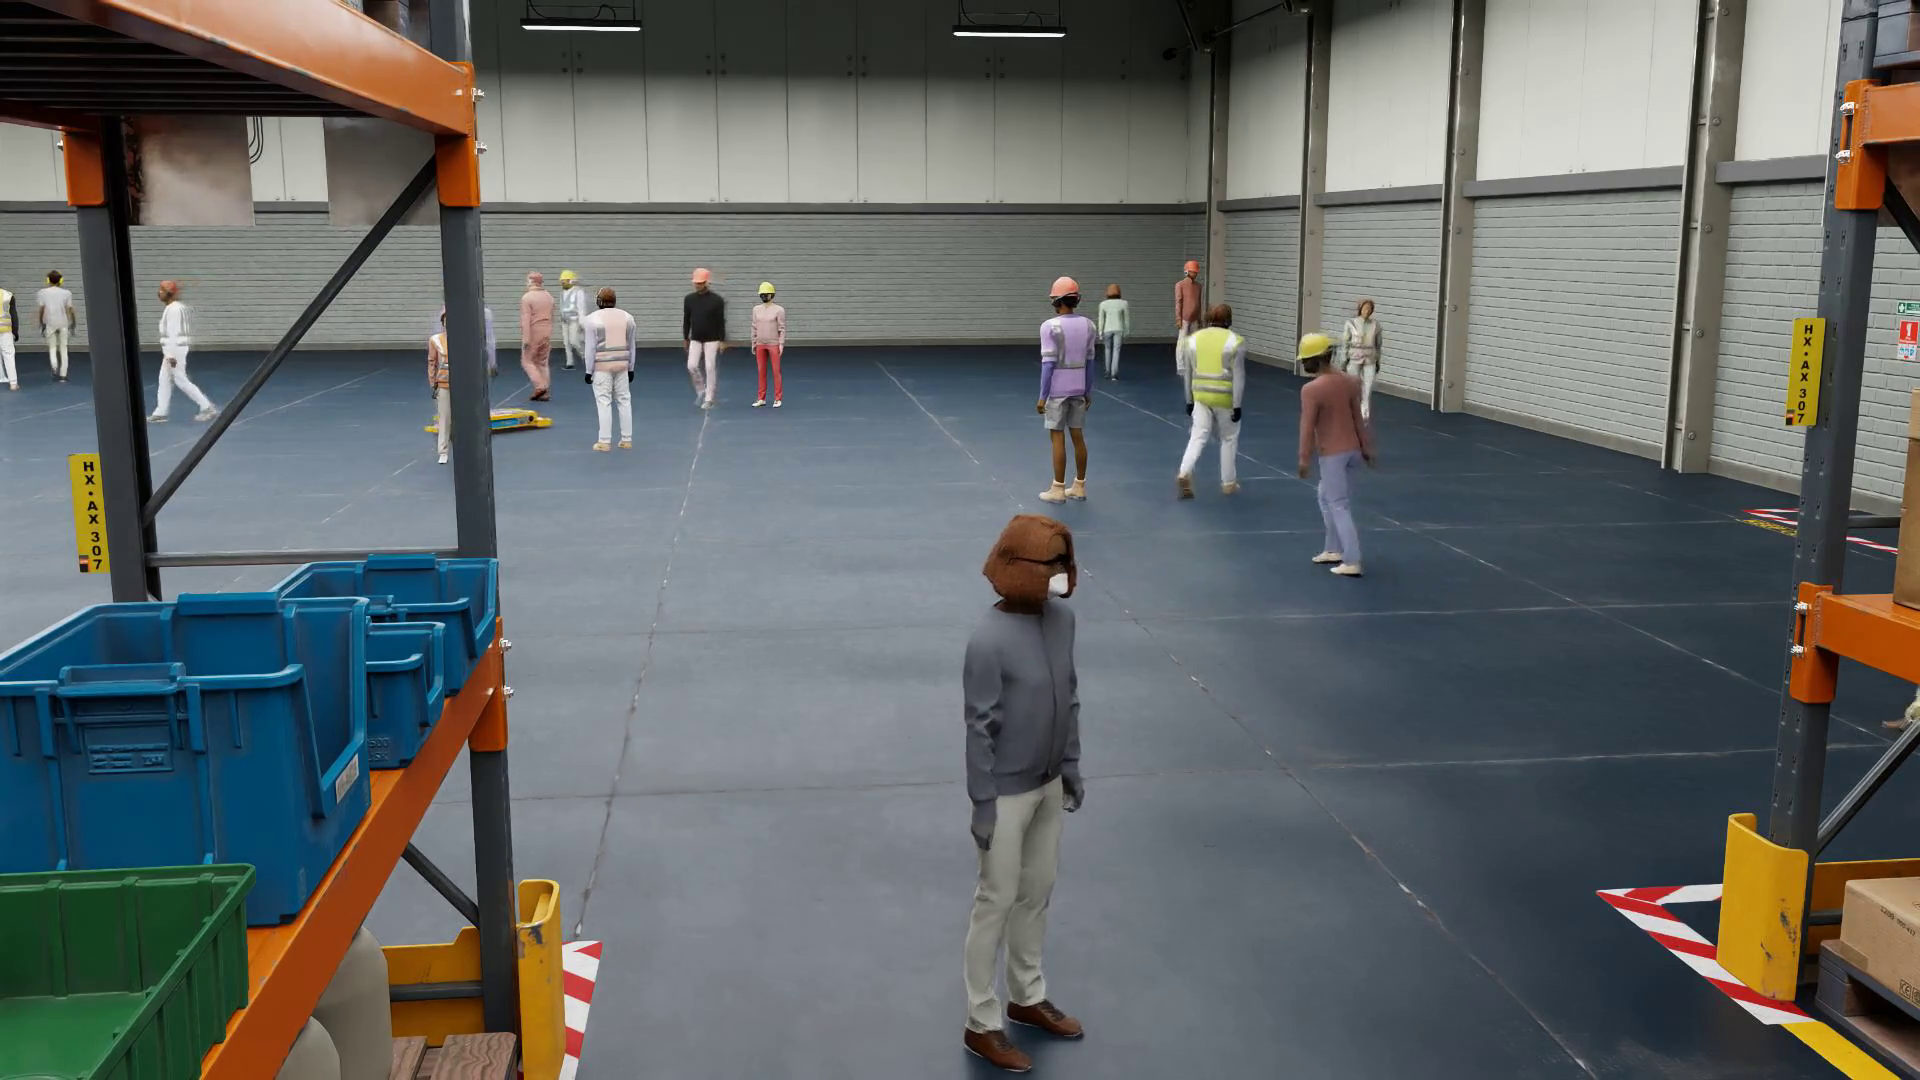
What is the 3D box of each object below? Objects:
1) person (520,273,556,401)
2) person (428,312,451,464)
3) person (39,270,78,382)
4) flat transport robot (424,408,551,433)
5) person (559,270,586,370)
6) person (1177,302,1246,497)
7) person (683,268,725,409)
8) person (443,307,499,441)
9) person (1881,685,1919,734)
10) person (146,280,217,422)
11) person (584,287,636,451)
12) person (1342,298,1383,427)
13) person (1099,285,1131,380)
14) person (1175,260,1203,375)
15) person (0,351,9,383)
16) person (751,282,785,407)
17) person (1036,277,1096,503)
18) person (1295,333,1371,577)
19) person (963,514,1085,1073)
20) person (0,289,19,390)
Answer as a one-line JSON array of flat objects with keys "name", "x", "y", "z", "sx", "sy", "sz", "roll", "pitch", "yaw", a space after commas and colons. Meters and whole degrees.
[{"name": "person", "x": -6.145, "y": -2.961, "z": 24.381, "sx": 0.531, "sy": 1.873, "sz": 0.676, "roll": 6, "pitch": 12, "yaw": 31}, {"name": "person", "x": -5.380, "y": -1.627, "z": 17.701, "sx": 0.521, "sy": 1.636, "sz": 0.311, "roll": -4, "pitch": 11, "yaw": -22}, {"name": "person", "x": -15.002, "y": -3.556, "z": 27.666, "sx": 0.564, "sy": 1.853, "sz": 0.415, "roll": -4, "pitch": 11, "yaw": -21}, {"name": "flat transport robot", "x": -5.845, "y": -1.477, "z": 20.623, "sx": 0.652, "sy": 0.197, "sz": 1.431, "roll": 7, "pitch": 13, "yaw": 35}, {"name": "person", "x": -7.018, "y": -3.961, "z": 30.007, "sx": 0.609, "sy": 1.810, "sz": 0.434, "roll": 7, "pitch": 12, "yaw": 34}, {"name": "person", "x": 2.325, "y": -1.292, "z": 15.418, "sx": 0.637, "sy": 1.815, "sz": 0.870, "roll": 7, "pitch": 13, "yaw": 35}, {"name": "person", "x": -3.589, "y": -2.812, "z": 23.268, "sx": 0.649, "sy": 1.972, "sz": 0.432, "roll": 2, "pitch": 11, "yaw": 12}, {"name": "person", "x": -5.676, "y": -2.050, "z": 19.238, "sx": 0.634, "sy": 1.923, "sz": 0.572, "roll": 3, "pitch": 11, "yaw": 15}, {"name": "person", "x": 4.809, "y": 0.218, "z": 7.709, "sx": 0.511, "sy": 1.599, "sz": 0.829, "roll": -4, "pitch": 11, "yaw": -21}, {"name": "person", "x": -10.199, "y": -2.449, "z": 21.626, "sx": 0.868, "sy": 1.854, "sz": 0.592, "roll": -5, "pitch": 12, "yaw": -28}, {"name": "person", "x": -3.963, "y": -1.927, "z": 18.782, "sx": 0.634, "sy": 1.841, "sz": 0.429, "roll": -9, "pitch": 14, "yaw": -40}, {"name": "person", "x": 5.137, "y": -2.277, "z": 21.279, "sx": 0.526, "sy": 1.625, "sz": 0.531, "roll": 0, "pitch": 10, "yaw": 0}, {"name": "person", "x": 2.629, "y": -3.523, "z": 28.229, "sx": 0.518, "sy": 1.591, "sz": 0.856, "roll": 3, "pitch": 11, "yaw": 15}, {"name": "person", "x": 4.000, "y": -3.873, "z": 29.031, "sx": 0.611, "sy": 1.996, "sz": 0.375, "roll": -8, "pitch": 13, "yaw": -39}, {"name": "person", "x": -15.977, "y": -3.538, "z": 27.384, "sx": 0.593, "sy": 1.922, "sz": 0.387, "roll": 1, "pitch": 10, "yaw": 8}, {"name": "person", "x": -2.721, "y": -2.759, "z": 23.551, "sx": 0.522, "sy": 1.769, "sz": 0.310, "roll": 4, "pitch": 11, "yaw": 19}, {"name": "person", "x": 0.940, "y": -1.356, "z": 15.100, "sx": 0.615, "sy": 2.042, "sz": 0.376, "roll": -8, "pitch": 13, "yaw": -37}, {"name": "person", "x": 2.652, "y": -0.606, "z": 11.877, "sx": 0.544, "sy": 1.709, "sz": 0.652, "roll": -9, "pitch": 14, "yaw": -41}, {"name": "person", "x": 0.189, "y": 0.722, "z": 4.861, "sx": 0.281, "sy": 1.627, "sz": 0.505, "roll": 7, "pitch": 13, "yaw": 35}, {"name": "person", "x": -15.160, "y": -3.273, "z": 26.161, "sx": 0.633, "sy": 1.841, "sz": 0.429, "roll": -6, "pitch": 12, "yaw": -31}]
